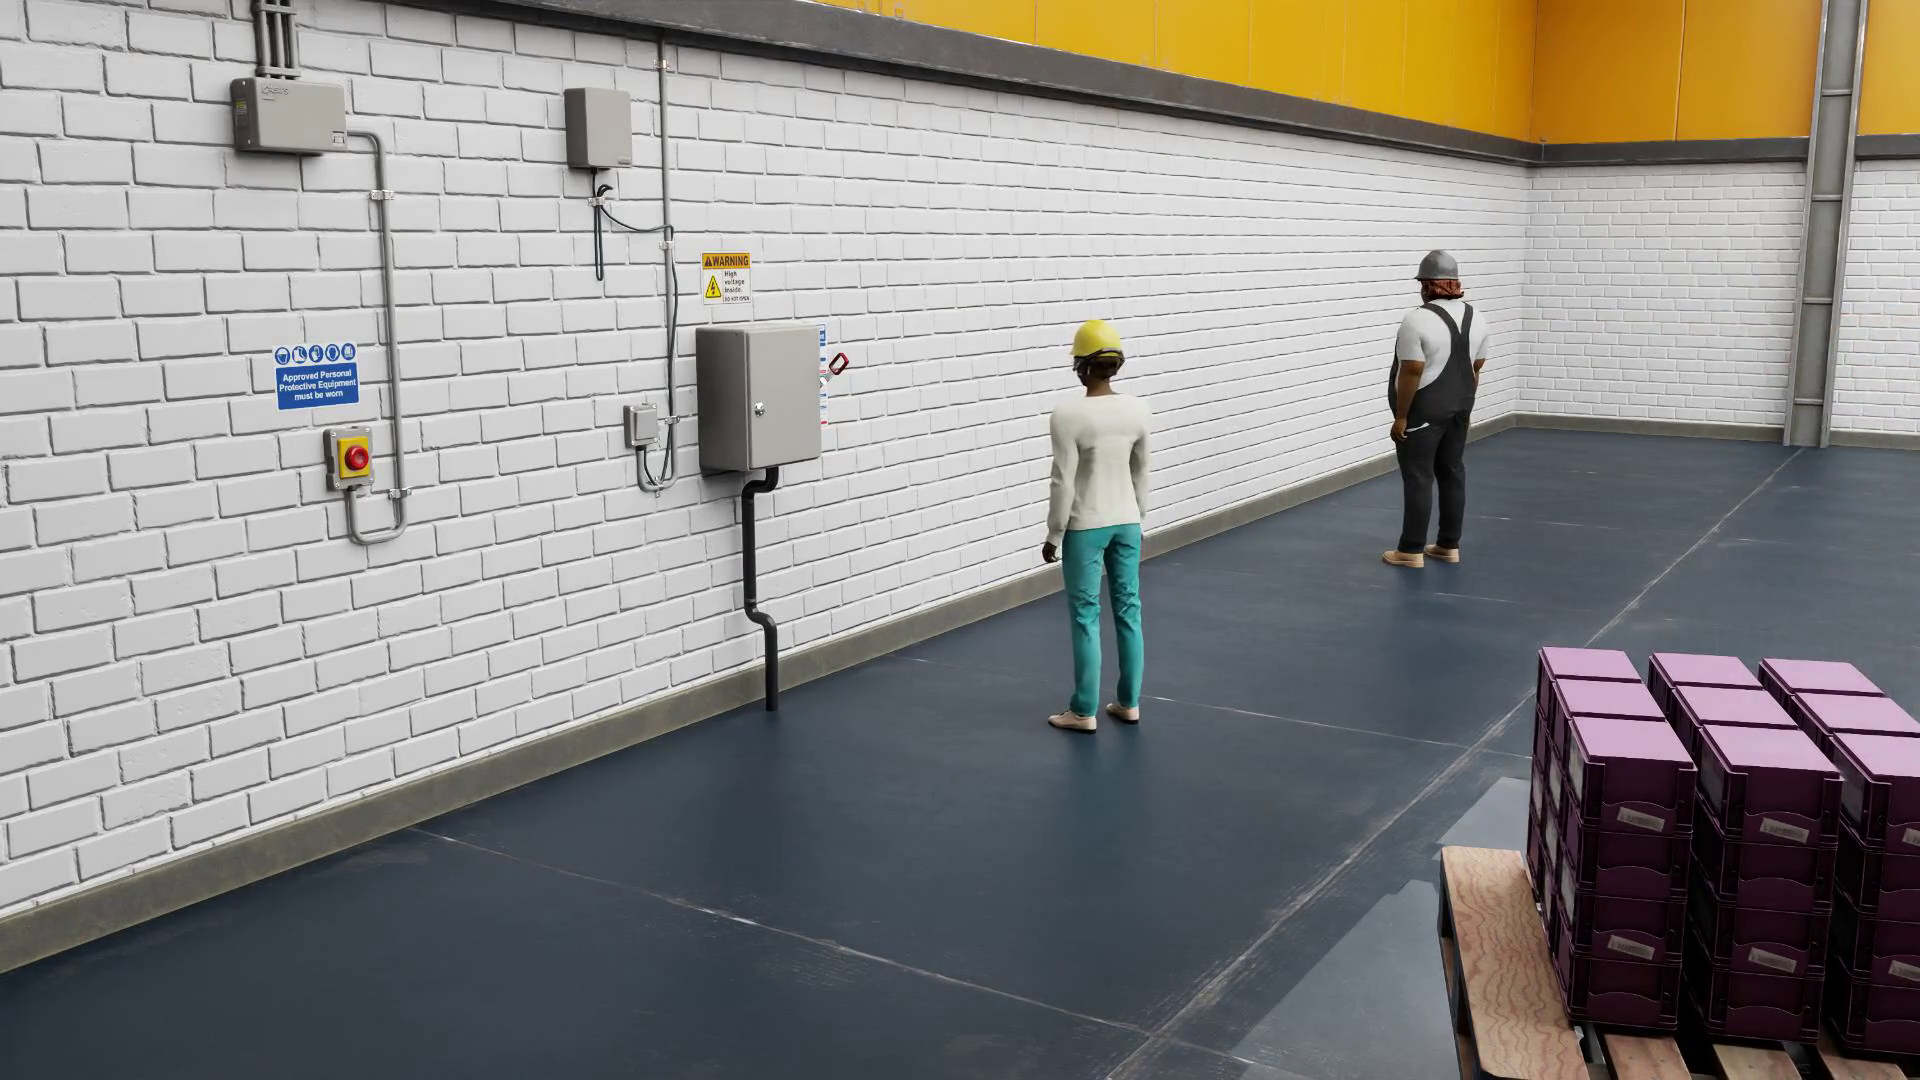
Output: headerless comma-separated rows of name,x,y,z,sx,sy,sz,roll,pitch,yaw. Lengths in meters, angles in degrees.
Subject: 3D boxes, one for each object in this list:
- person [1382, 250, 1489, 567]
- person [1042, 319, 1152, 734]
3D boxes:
person,3.028,-0.850,10.780,0.689,2.000,0.539,-6,12,-30
person,0.584,-0.053,7.121,0.523,1.769,0.316,-6,12,-31
